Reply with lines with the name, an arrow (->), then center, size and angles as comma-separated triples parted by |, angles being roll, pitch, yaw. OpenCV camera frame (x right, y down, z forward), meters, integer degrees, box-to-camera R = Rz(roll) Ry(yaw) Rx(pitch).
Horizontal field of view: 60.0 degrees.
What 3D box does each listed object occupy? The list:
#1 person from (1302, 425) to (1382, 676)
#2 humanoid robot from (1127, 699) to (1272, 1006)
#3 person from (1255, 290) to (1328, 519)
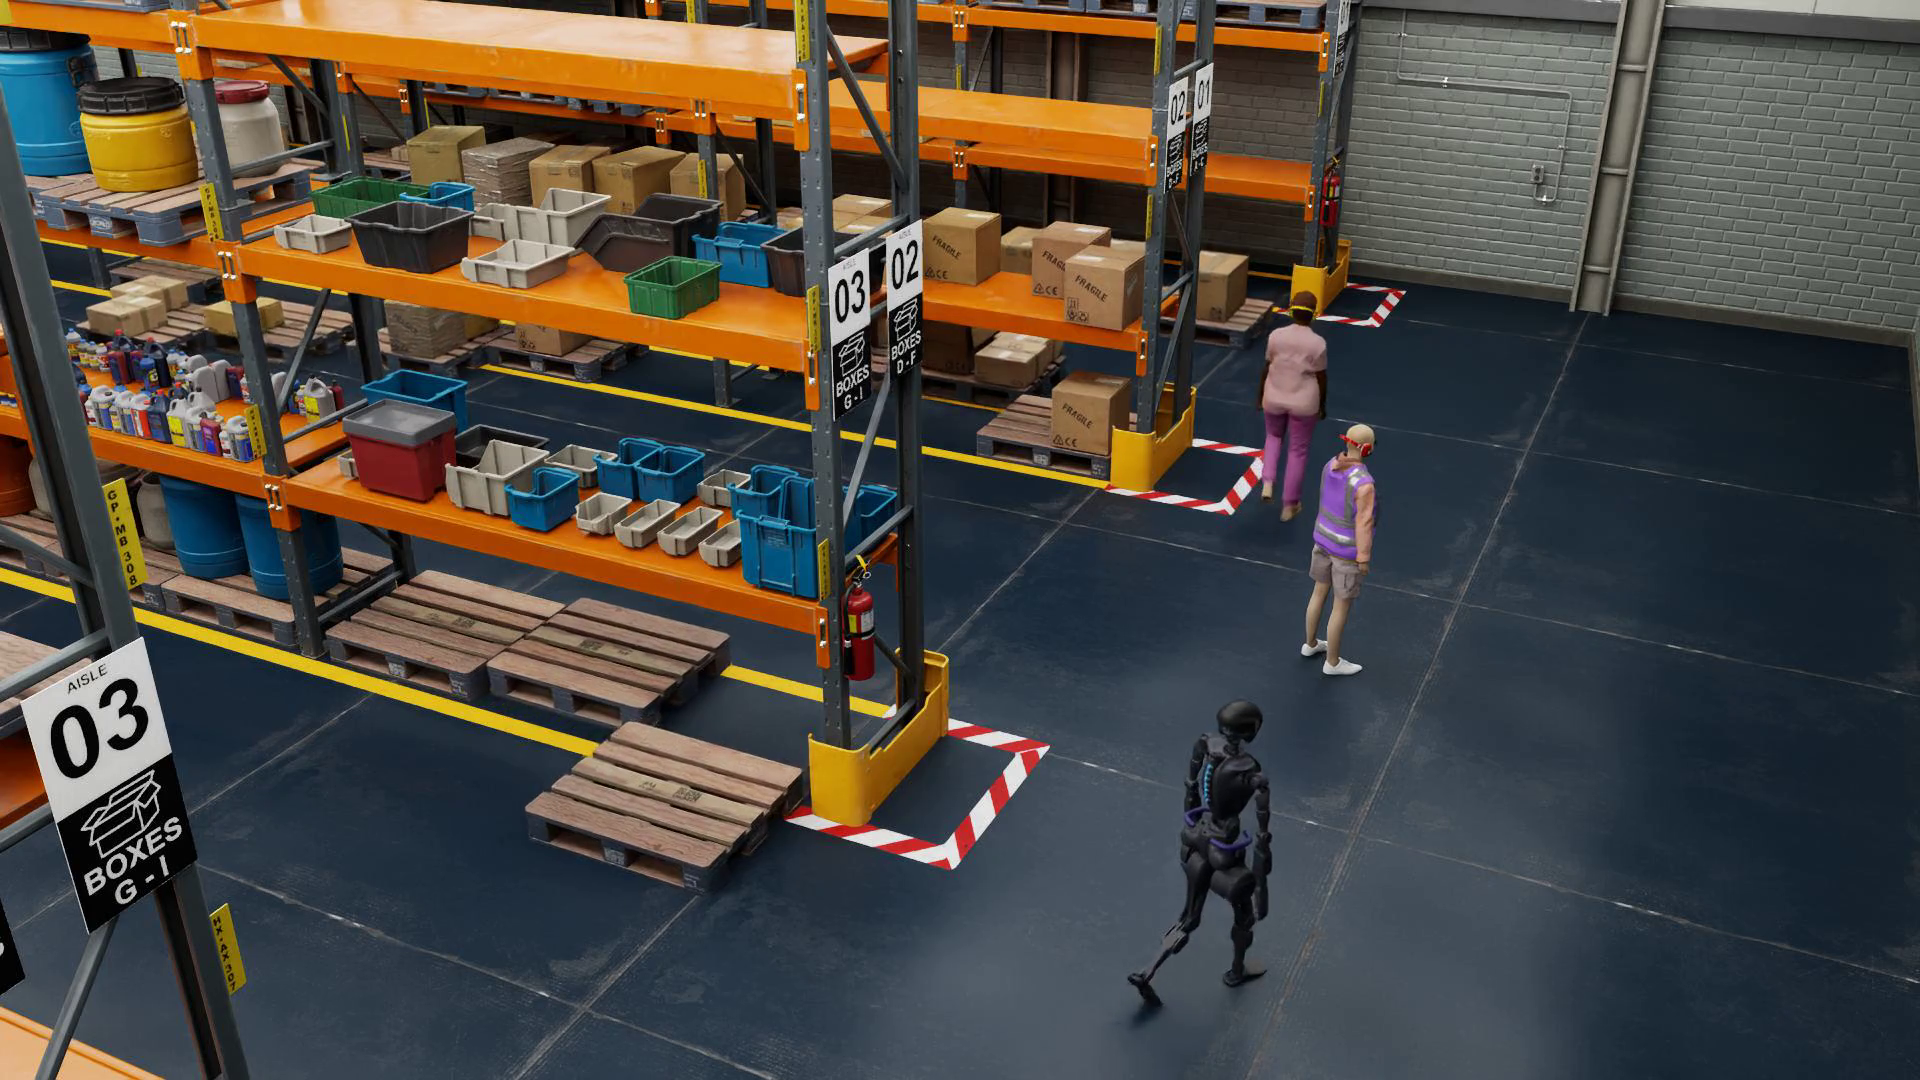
person -> 2.433, 0.059, 10.587 | 0.350, 1.688, 0.488 | -11, 28, -21
humanoid robot -> 1.170, 1.478, 7.778 | 0.753, 1.634, 0.612 | -16, 30, -29
person -> 2.524, -1.038, 12.691 | 0.547, 1.785, 0.434 | 13, 29, 25
